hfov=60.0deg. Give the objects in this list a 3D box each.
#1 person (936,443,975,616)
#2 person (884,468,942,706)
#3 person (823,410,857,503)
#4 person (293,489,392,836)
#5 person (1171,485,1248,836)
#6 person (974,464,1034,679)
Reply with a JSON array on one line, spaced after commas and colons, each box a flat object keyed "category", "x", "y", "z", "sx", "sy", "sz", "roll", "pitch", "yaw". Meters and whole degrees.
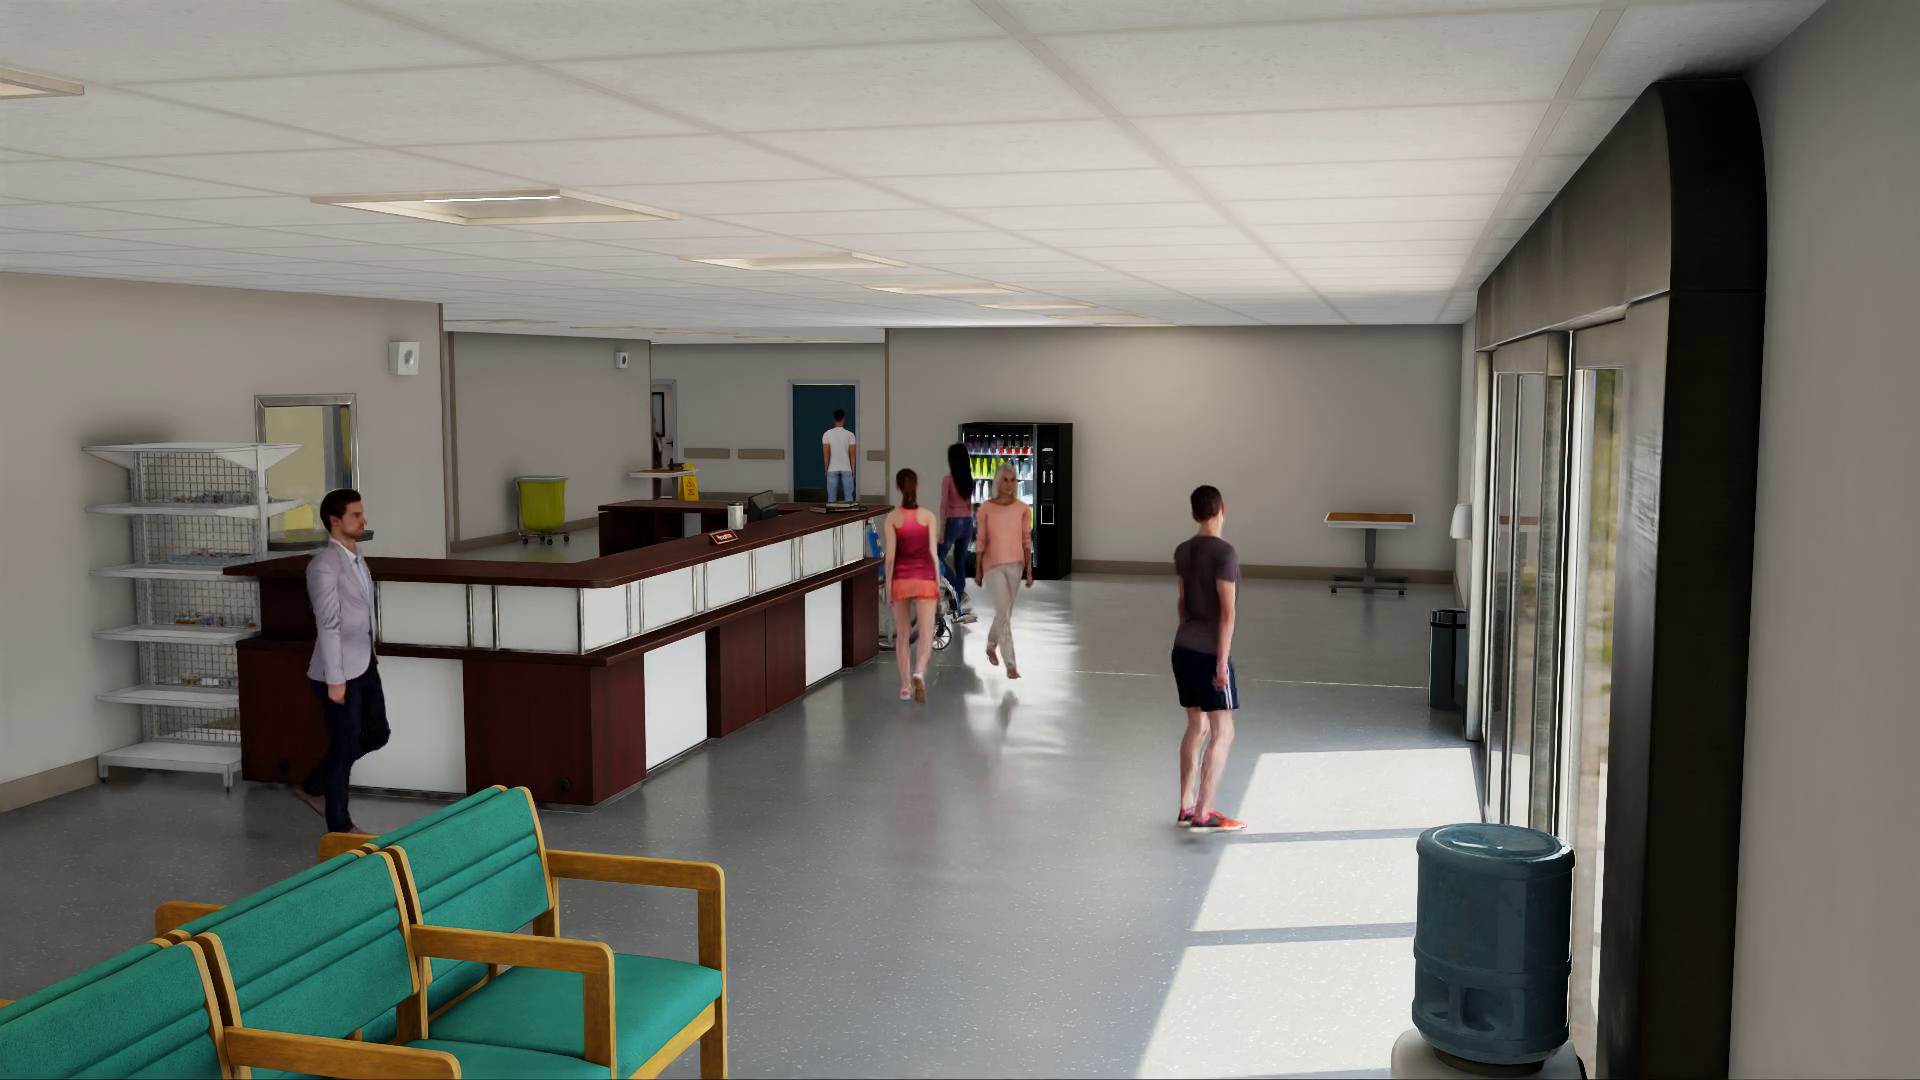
[{"category": "person", "x": 0.013, "y": -0.098, "z": 16.606, "sx": 0.767, "sy": 1.738, "sz": 0.830, "roll": -5, "pitch": 7, "yaw": -39}, {"category": "person", "x": -0.341, "y": 0.362, "z": 12.073, "sx": 1.033, "sy": 1.730, "sz": 0.763, "roll": 0, "pitch": 6, "yaw": 3}, {"category": "person", "x": -1.887, "y": -1.119, "z": 26.124, "sx": 0.607, "sy": 1.863, "sz": 0.792, "roll": 0, "pitch": 6, "yaw": -1}, {"category": "person", "x": -3.251, "y": 0.662, "z": 8.554, "sx": 0.839, "sy": 1.838, "sz": 0.754, "roll": 0, "pitch": 6, "yaw": 5}, {"category": "person", "x": 1.274, "y": 0.644, "z": 8.820, "sx": 0.939, "sy": 1.821, "sz": 0.888, "roll": -2, "pitch": 6, "yaw": -15}, {"category": "person", "x": 0.326, "y": 0.256, "z": 13.405, "sx": 1.170, "sy": 1.673, "sz": 1.081, "roll": -2, "pitch": 6, "yaw": -17}]
